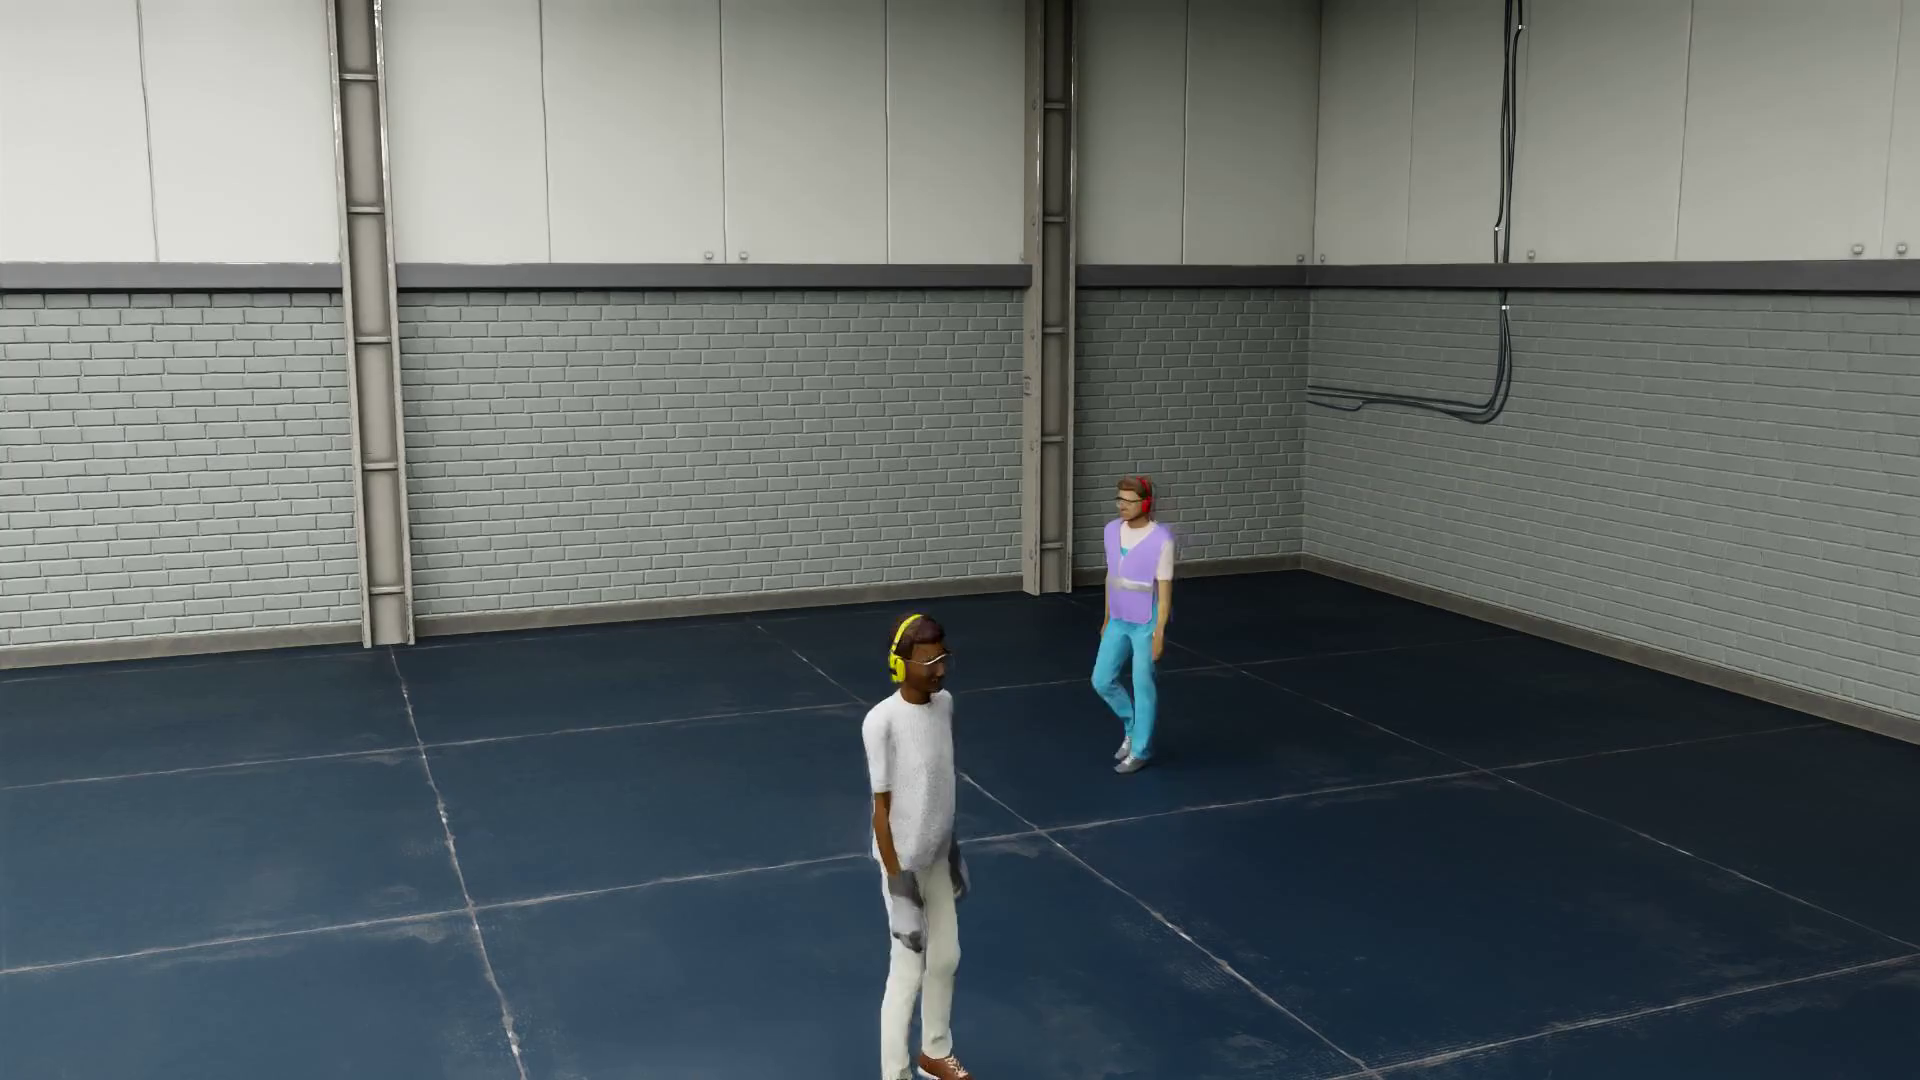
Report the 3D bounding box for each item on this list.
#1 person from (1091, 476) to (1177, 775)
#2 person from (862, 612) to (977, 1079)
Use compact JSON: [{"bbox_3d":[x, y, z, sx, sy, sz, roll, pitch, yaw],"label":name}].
[{"bbox_3d":[1.060,0.515,10.122,0.452,1.830,0.603,-7,12,-38],"label":"person"},{"bbox_3d":[-0.114,1.173,5.986,0.366,1.854,0.568,6,11,32],"label":"person"}]
